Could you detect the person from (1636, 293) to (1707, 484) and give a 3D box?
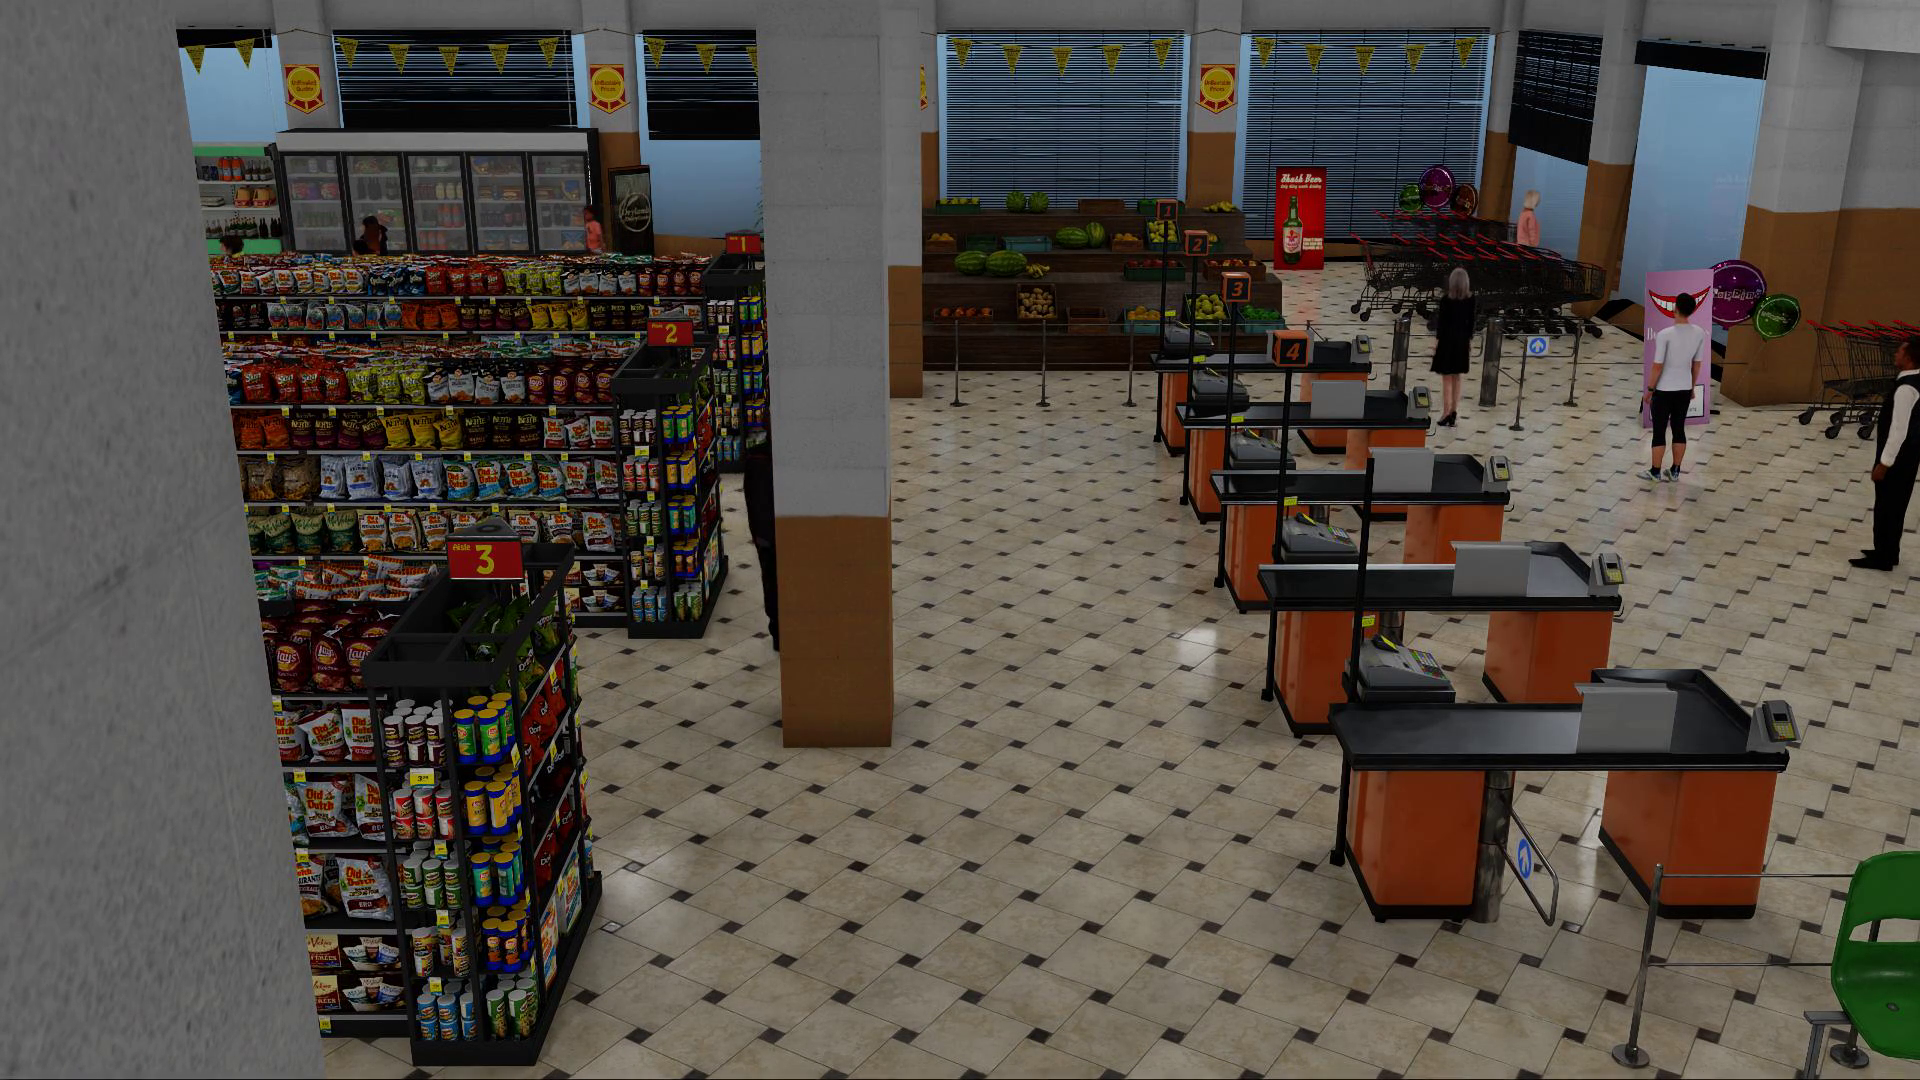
[{"bbox_3d":[6.918,-1.475,16.122,0.563,1.851,0.768,-3,19,-9],"label":"person"}]

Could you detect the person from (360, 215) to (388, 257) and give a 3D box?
[{"bbox_3d":[-7.931,-3.584,22.654,0.686,1.675,0.703,-3,19,-8],"label":"person"}]

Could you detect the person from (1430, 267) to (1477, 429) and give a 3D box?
[{"bbox_3d":[5.391,-2.110,18.166,0.631,1.748,0.727,-6,20,-17],"label":"person"}]

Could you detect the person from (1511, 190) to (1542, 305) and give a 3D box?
[{"bbox_3d":[8.479,-4.379,24.931,0.528,1.724,0.611,-1,19,-3],"label":"person"}]

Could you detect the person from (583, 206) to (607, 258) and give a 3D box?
[{"bbox_3d":[-5.701,-4.645,26.410,0.840,1.285,0.729,-14,23,-35],"label":"person"}]

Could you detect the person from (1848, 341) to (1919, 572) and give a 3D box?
[{"bbox_3d":[7.740,-0.699,13.715,0.767,1.918,0.830,-17,25,-41],"label":"person"}]
